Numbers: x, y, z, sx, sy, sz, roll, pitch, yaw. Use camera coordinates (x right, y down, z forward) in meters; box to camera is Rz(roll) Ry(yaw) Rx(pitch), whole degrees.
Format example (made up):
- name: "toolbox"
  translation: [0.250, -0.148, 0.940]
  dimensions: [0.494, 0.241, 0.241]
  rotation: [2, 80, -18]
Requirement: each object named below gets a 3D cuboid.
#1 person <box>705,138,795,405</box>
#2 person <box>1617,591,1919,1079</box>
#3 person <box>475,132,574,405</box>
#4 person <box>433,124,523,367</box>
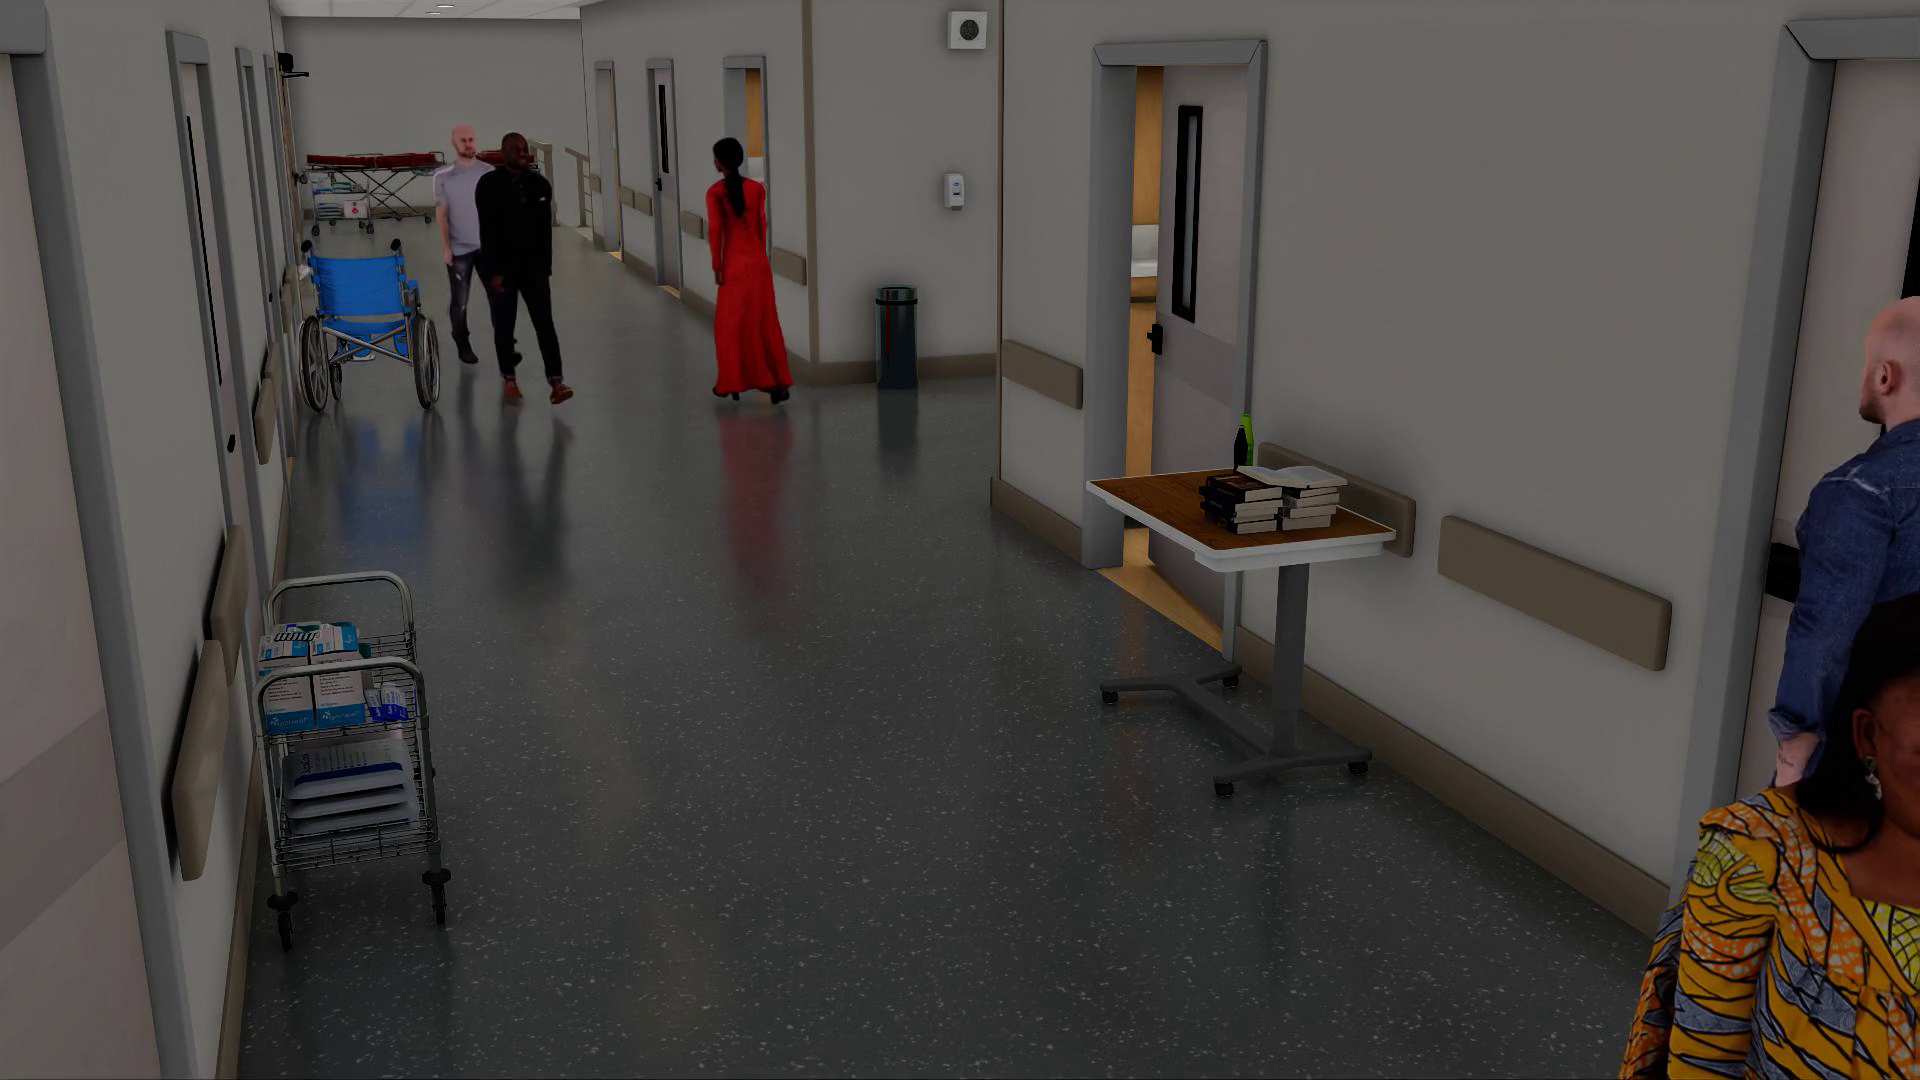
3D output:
- name: "person"
  translation: [-1.408, -1.772, 11.139]
  dimensions: [0.779, 1.755, 0.963]
  rotation: [-10, 18, -30]
- name: "person"
  translation: [1.078, 0.848, 2.030]
  dimensions: [0.794, 1.655, 0.832]
  rotation: [-2, 16, -5]
- name: "person"
  translation: [-3.008, -1.794, 11.175]
  dimensions: [0.839, 1.777, 1.163]
  rotation: [-9, 18, -30]
- name: "person"
  translation: [-3.693, -2.161, 12.477]
  dimensions: [0.853, 1.777, 1.260]
  rotation: [-10, 19, -31]
